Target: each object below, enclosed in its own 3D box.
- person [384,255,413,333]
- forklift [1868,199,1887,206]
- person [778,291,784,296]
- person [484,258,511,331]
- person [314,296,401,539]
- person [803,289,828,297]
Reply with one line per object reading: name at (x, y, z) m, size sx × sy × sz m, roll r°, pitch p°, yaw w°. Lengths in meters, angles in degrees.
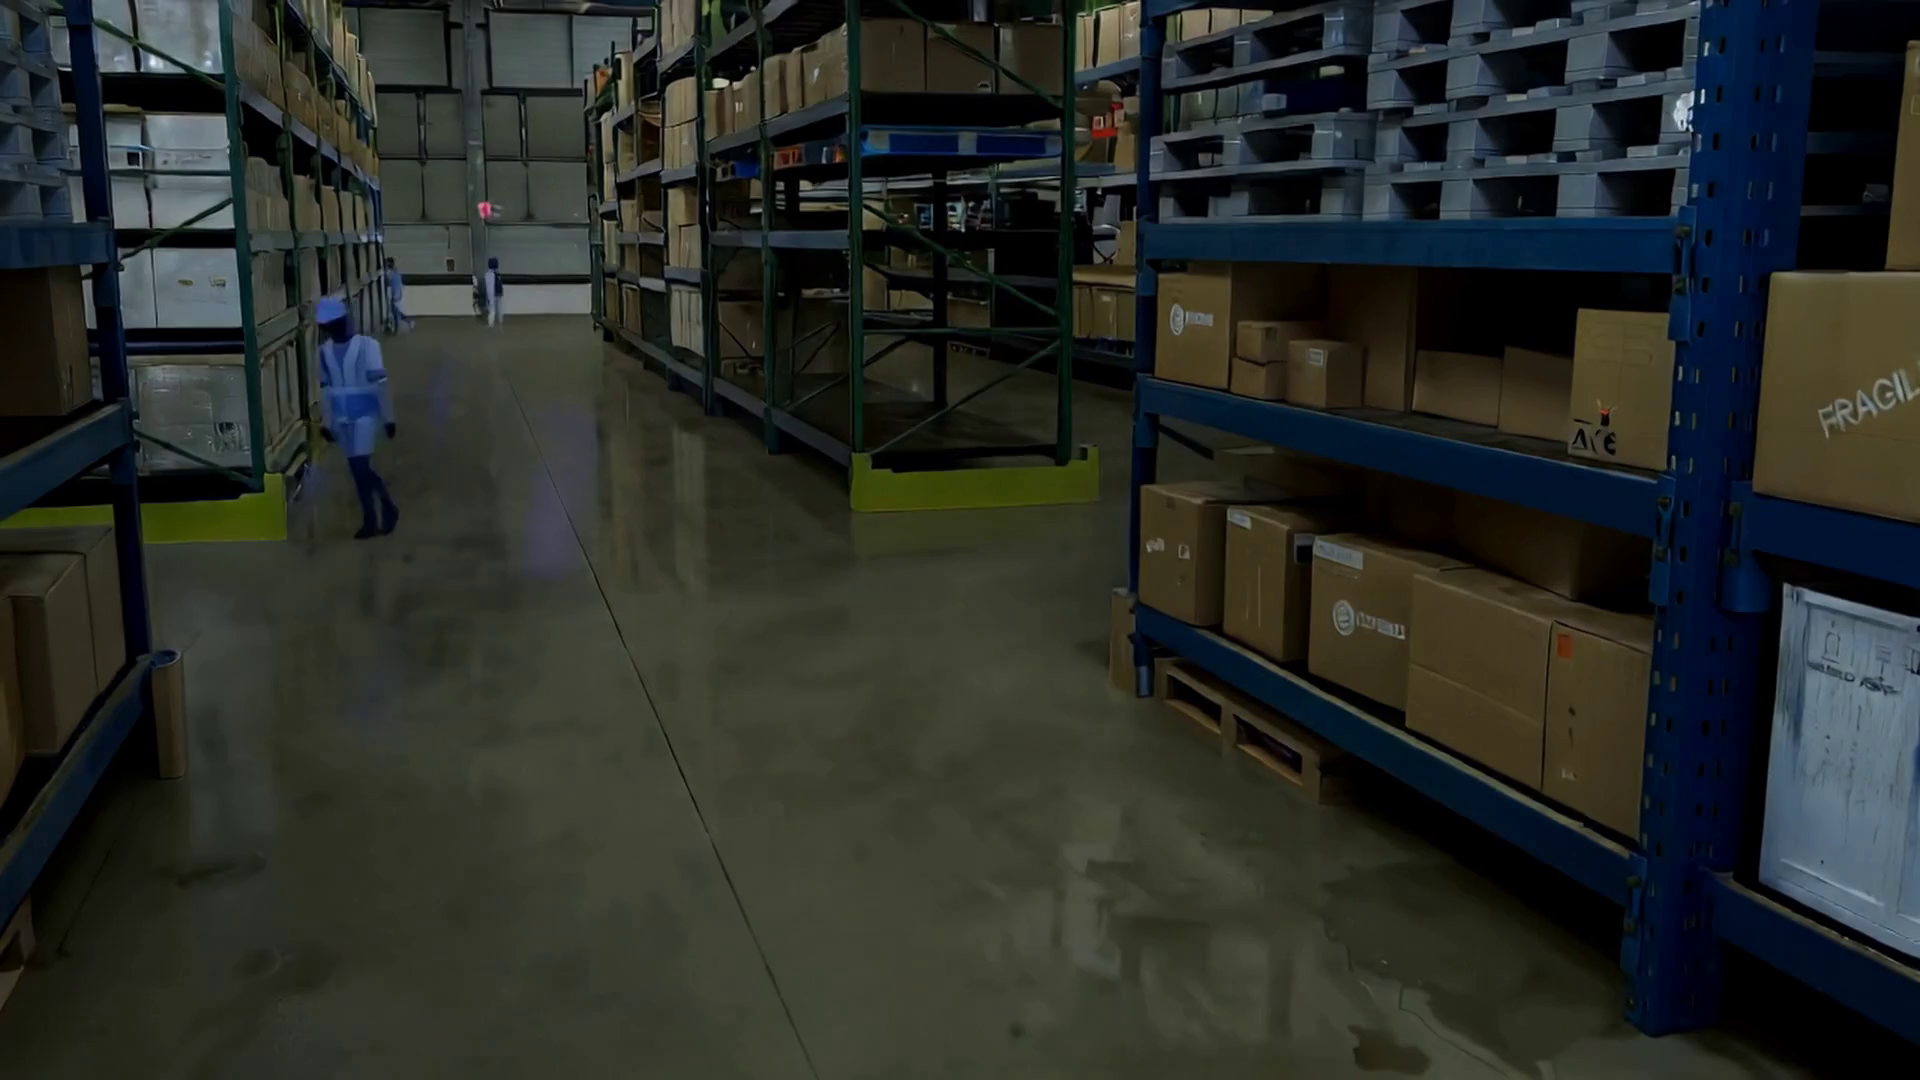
person at (-13.711, -5.973, 40.498) m, size 0.649 × 1.902 × 0.594 m, roll 0°, pitch 10°, yaw 1°
forklift at (11.338, -2.915, 21.052) m, size 1.129 × 2.768 × 1.873 m, roll -3°, pitch 11°, yaw -17°
person at (-3.563, -4.800, 34.622) m, size 0.500 × 1.701 × 0.883 m, roll 0°, pitch 10°, yaw -2°
person at (-11.534, -6.129, 41.568) m, size 0.727 × 1.818 × 0.661 m, roll -2°, pitch 10°, yaw -10°
person at (-4.726, -0.938, 12.921) m, size 0.590 × 1.895 × 0.485 m, roll 4°, pitch 11°, yaw 20°
person at (-3.386, -5.607, 38.497) m, size 0.649 × 1.890 × 0.999 m, roll -1°, pitch 10°, yaw -4°
